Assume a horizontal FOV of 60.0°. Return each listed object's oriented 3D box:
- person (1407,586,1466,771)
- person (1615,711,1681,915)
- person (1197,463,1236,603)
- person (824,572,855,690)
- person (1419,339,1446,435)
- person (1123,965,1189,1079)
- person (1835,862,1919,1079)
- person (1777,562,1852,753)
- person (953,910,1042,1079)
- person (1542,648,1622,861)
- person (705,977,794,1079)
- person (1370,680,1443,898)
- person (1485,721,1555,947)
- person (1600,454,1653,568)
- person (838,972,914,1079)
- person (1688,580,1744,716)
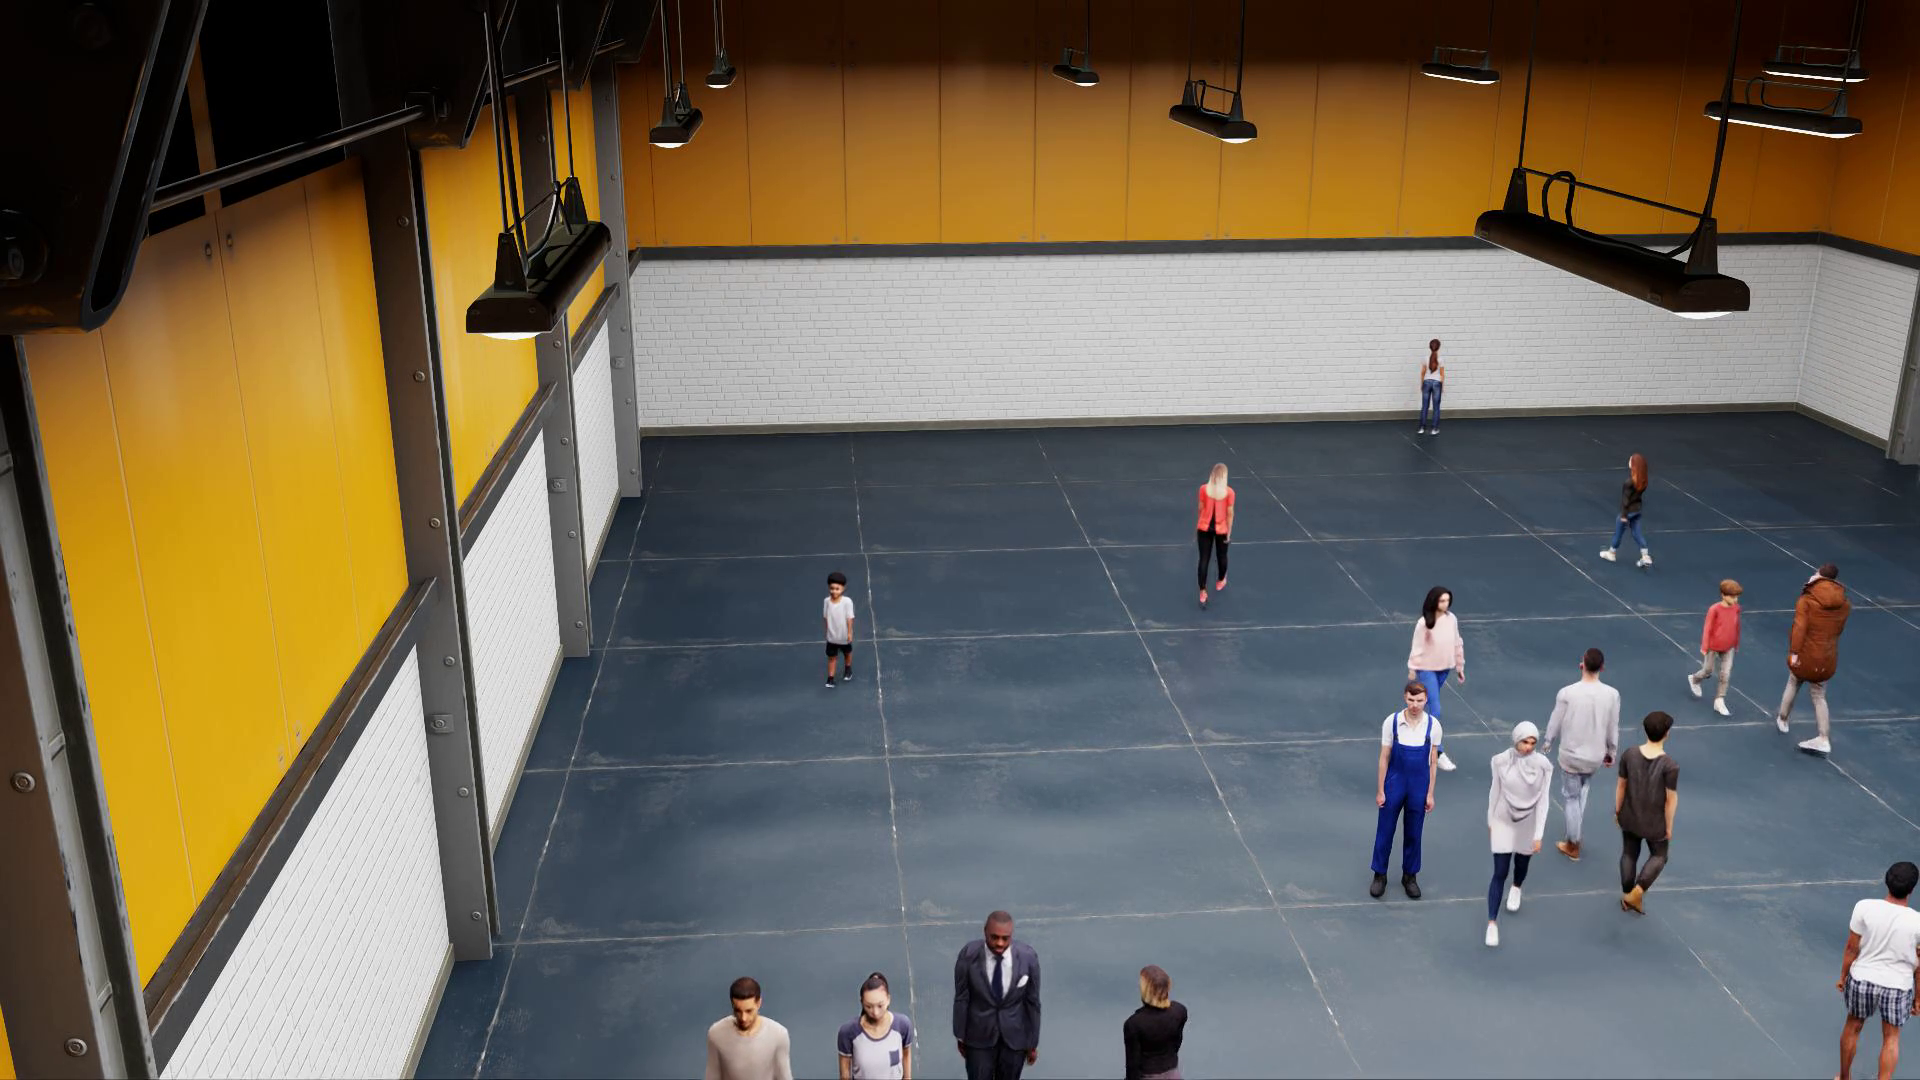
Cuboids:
[{"bbox_3d":[4.428,1.241,15.732,0.919,1.718,1.232,-9,21,-25],"label":"person"},{"bbox_3d":[5.332,2.166,13.002,0.866,1.708,0.805,-17,25,-41],"label":"person"},{"bbox_3d":[2.977,-0.054,19.678,0.893,1.655,1.209,6,19,17],"label":"person"},{"bbox_3d":[-1.243,0.926,17.445,0.647,1.223,0.926,3,19,9],"label":"person"},{"bbox_3d":[7.716,-2.526,27.161,0.624,1.563,0.657,9,21,25],"label":"person"},{"bbox_3d":[1.191,3.298,9.768,0.818,1.627,1.116,-8,20,-22],"label":"person"},{"bbox_3d":[5.977,2.885,10.810,0.758,1.744,0.804,13,23,34],"label":"person"},{"bbox_3d":[8.182,1.156,15.880,0.785,1.786,1.040,-2,19,-7],"label":"person"},{"bbox_3d":[0.223,3.036,10.258,0.682,1.810,0.642,-1,19,-2],"label":"person"},{"bbox_3d":[5.221,1.815,13.874,0.738,1.817,0.813,-2,19,-5],"label":"person"},{"bbox_3d":[-1.205,3.253,9.551,0.665,1.850,0.777,-1,19,-2],"label":"person"},{"bbox_3d":[3.584,1.973,13.352,0.676,1.850,0.643,3,19,8],"label":"person"},{"bbox_3d":[4.331,2.195,12.875,0.920,1.733,1.214,7,20,19],"label":"person"},{"bbox_3d":[8.492,-0.357,20.881,0.792,1.460,1.018,-10,21,-27],"label":"person"},{"bbox_3d":[-0.497,3.288,9.760,0.617,1.650,0.546,-4,19,-12],"label":"person"},{"bbox_3d":[7.653,1.040,16.834,0.558,1.397,0.823,-2,19,-7],"label":"person"}]
